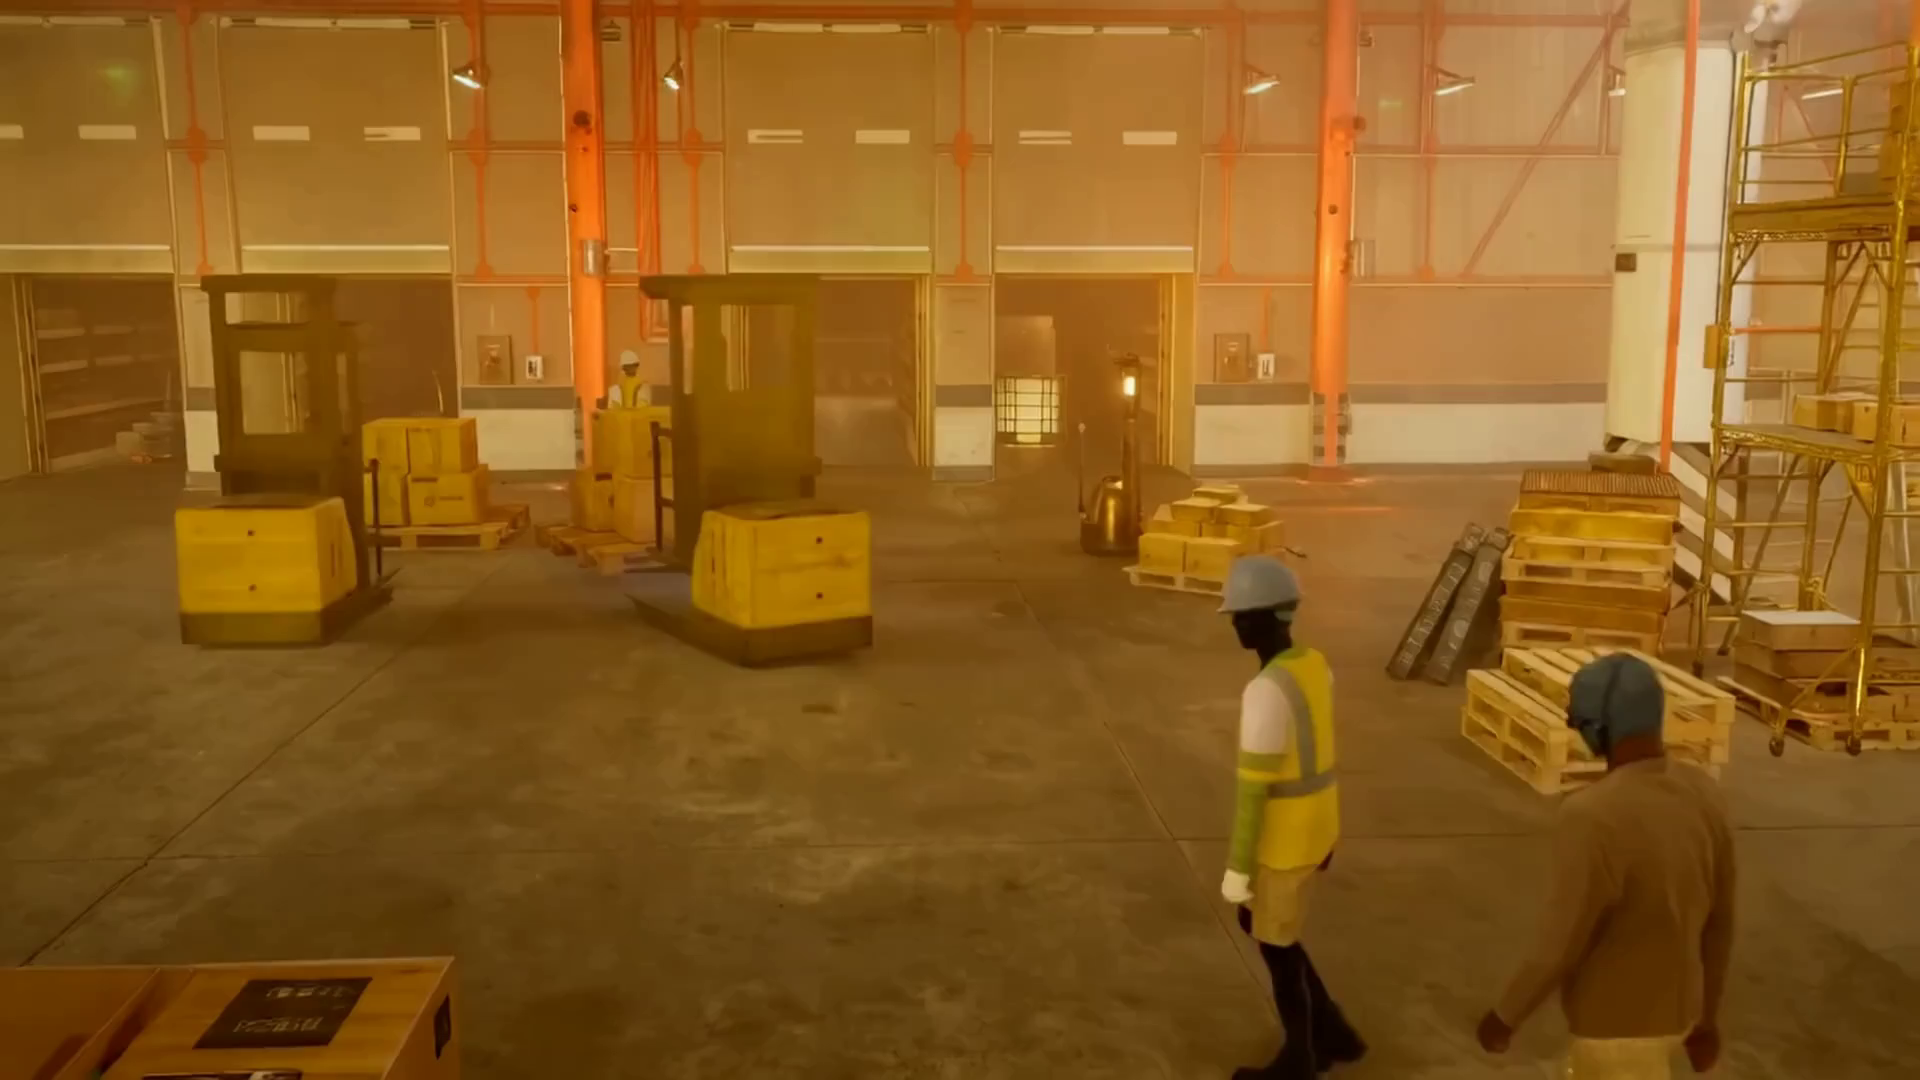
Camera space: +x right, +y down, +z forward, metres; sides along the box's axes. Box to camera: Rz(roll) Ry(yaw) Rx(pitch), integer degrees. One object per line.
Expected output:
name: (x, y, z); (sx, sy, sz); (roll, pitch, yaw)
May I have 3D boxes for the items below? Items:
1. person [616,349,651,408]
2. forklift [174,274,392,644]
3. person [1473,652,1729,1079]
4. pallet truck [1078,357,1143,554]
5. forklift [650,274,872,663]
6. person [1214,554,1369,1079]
person: (-3.997, -1.372, 20.348); (0.389, 1.930, 0.544); (-8, 12, -42)
forklift: (-5.380, -0.700, 13.145); (1.129, 2.768, 1.873); (-1, 9, -4)
person: (1.712, 1.218, 4.296); (0.616, 1.881, 1.018); (-9, 12, -43)
pallet truck: (2.088, -0.836, 16.757); (1.885, 1.965, 0.823); (2, 9, 13)
forklift: (-1.537, -0.621, 12.644); (1.129, 2.768, 1.873); (-5, 10, -30)
person: (1.049, 0.991, 5.581); (0.446, 1.902, 0.544); (4, 10, 23)
